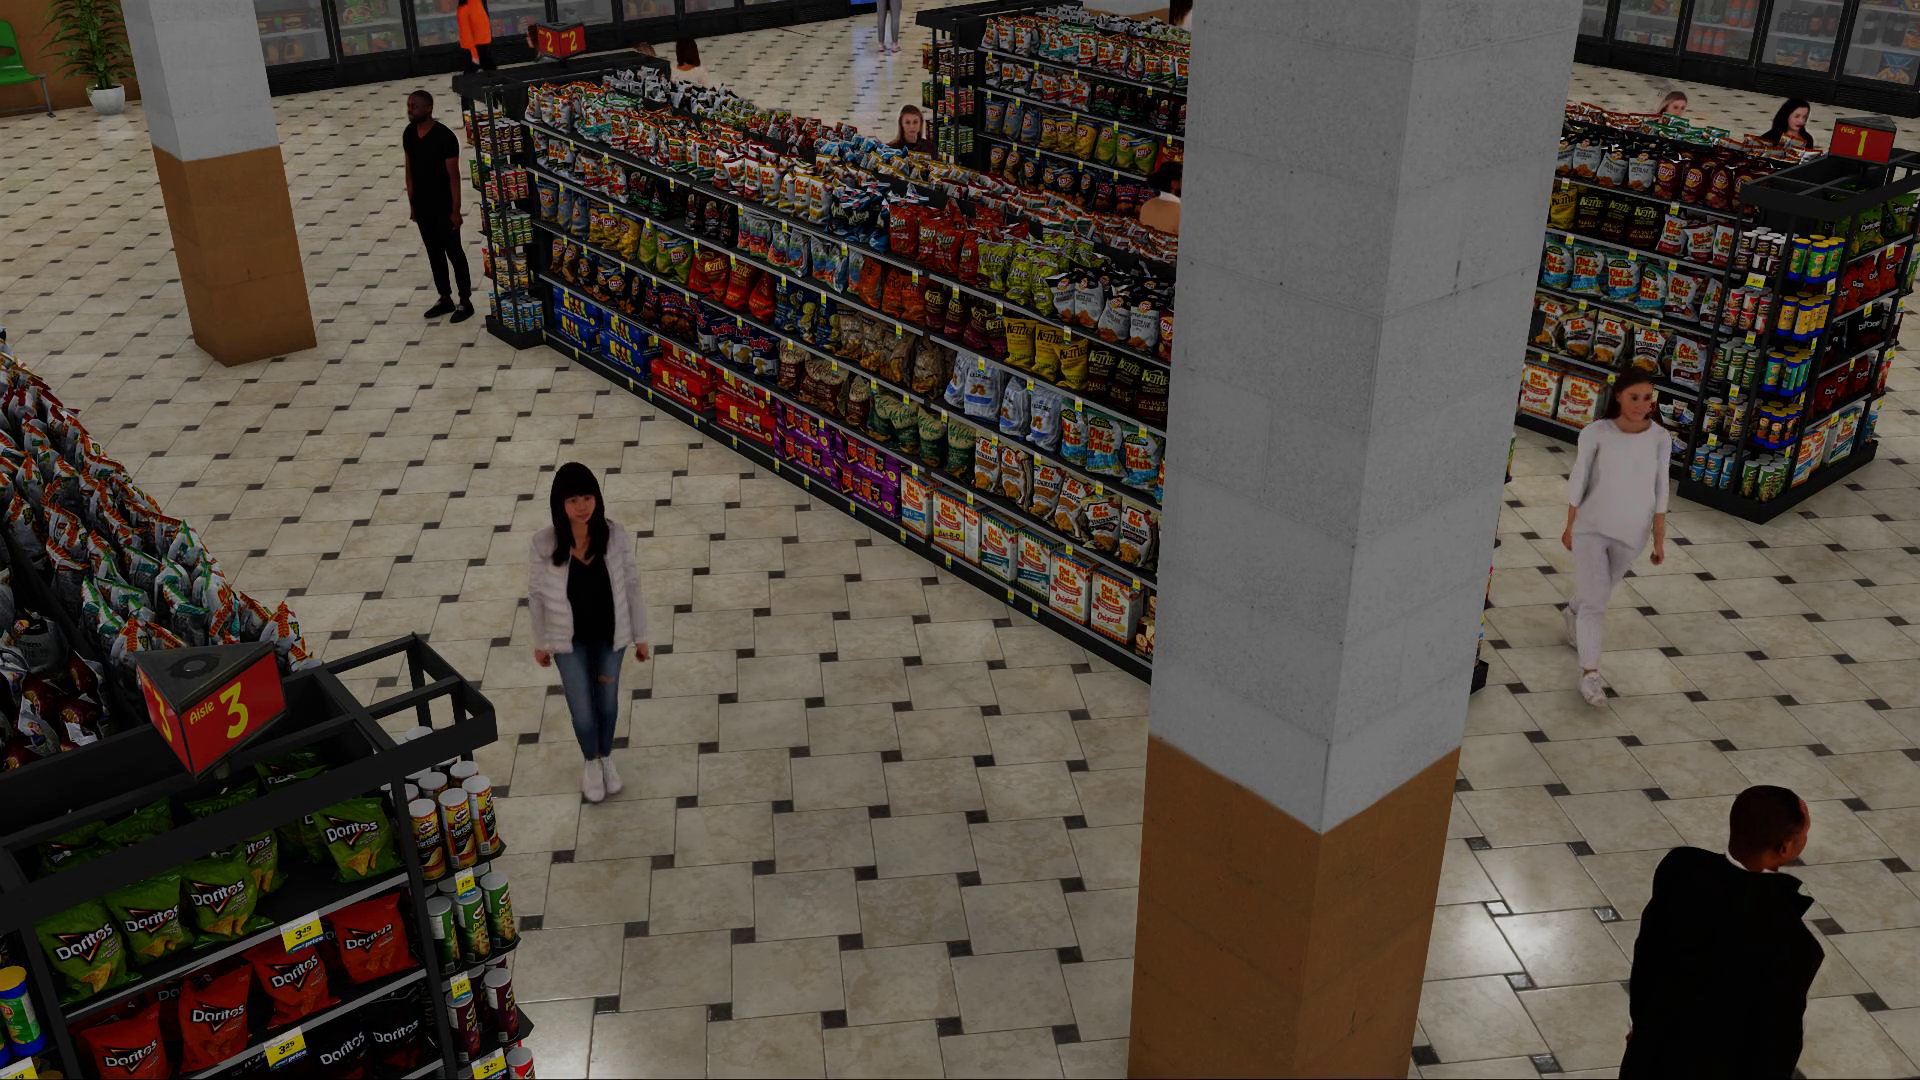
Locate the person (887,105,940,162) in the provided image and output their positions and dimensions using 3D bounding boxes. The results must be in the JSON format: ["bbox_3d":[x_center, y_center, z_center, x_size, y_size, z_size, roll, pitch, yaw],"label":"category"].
[{"bbox_3d":[-0.386,-2.593,13.172,0.673,1.703,0.661,-6,28,-12],"label":"person"}]

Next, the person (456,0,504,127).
[{"bbox_3d":[-5.603,-5.551,18.988,1.125,1.717,0.983,7,28,14],"label":"person"}]

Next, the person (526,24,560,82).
[{"bbox_3d":[-3.935,-4.185,16.364,0.855,1.654,1.083,-13,30,-24],"label":"person"}]

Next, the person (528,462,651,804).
[{"bbox_3d":[-1.667,0.378,7.394,0.706,1.630,0.672,-12,29,-22],"label":"person"}]

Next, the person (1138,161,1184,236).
[{"bbox_3d":[1.391,-1.711,11.379,0.729,1.752,0.548,-17,32,-30],"label":"person"}]

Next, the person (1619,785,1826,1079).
[{"bbox_3d":[2.153,1.518,4.843,0.800,1.904,0.633,-12,29,-23],"label":"person"}]

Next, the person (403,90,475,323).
[{"bbox_3d":[-4.118,-2.635,13.126,0.638,1.819,0.797,12,29,23],"label":"person"}]

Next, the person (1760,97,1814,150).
[{"bbox_3d":[6.426,-2.636,13.201,0.752,1.753,0.751,-6,28,-12],"label":"person"}]

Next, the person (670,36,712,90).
[{"bbox_3d":[-2.558,-3.954,15.878,0.645,1.683,0.760,10,29,19],"label":"person"}]

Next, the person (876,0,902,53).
[{"bbox_3d":[-1.009,-7.689,23.325,0.641,1.608,0.706,3,27,7],"label":"person"}]

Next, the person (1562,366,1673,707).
[{"bbox_3d":[3.216,-0.083,8.277,1.054,1.653,1.149,1,27,1],"label":"person"}]
